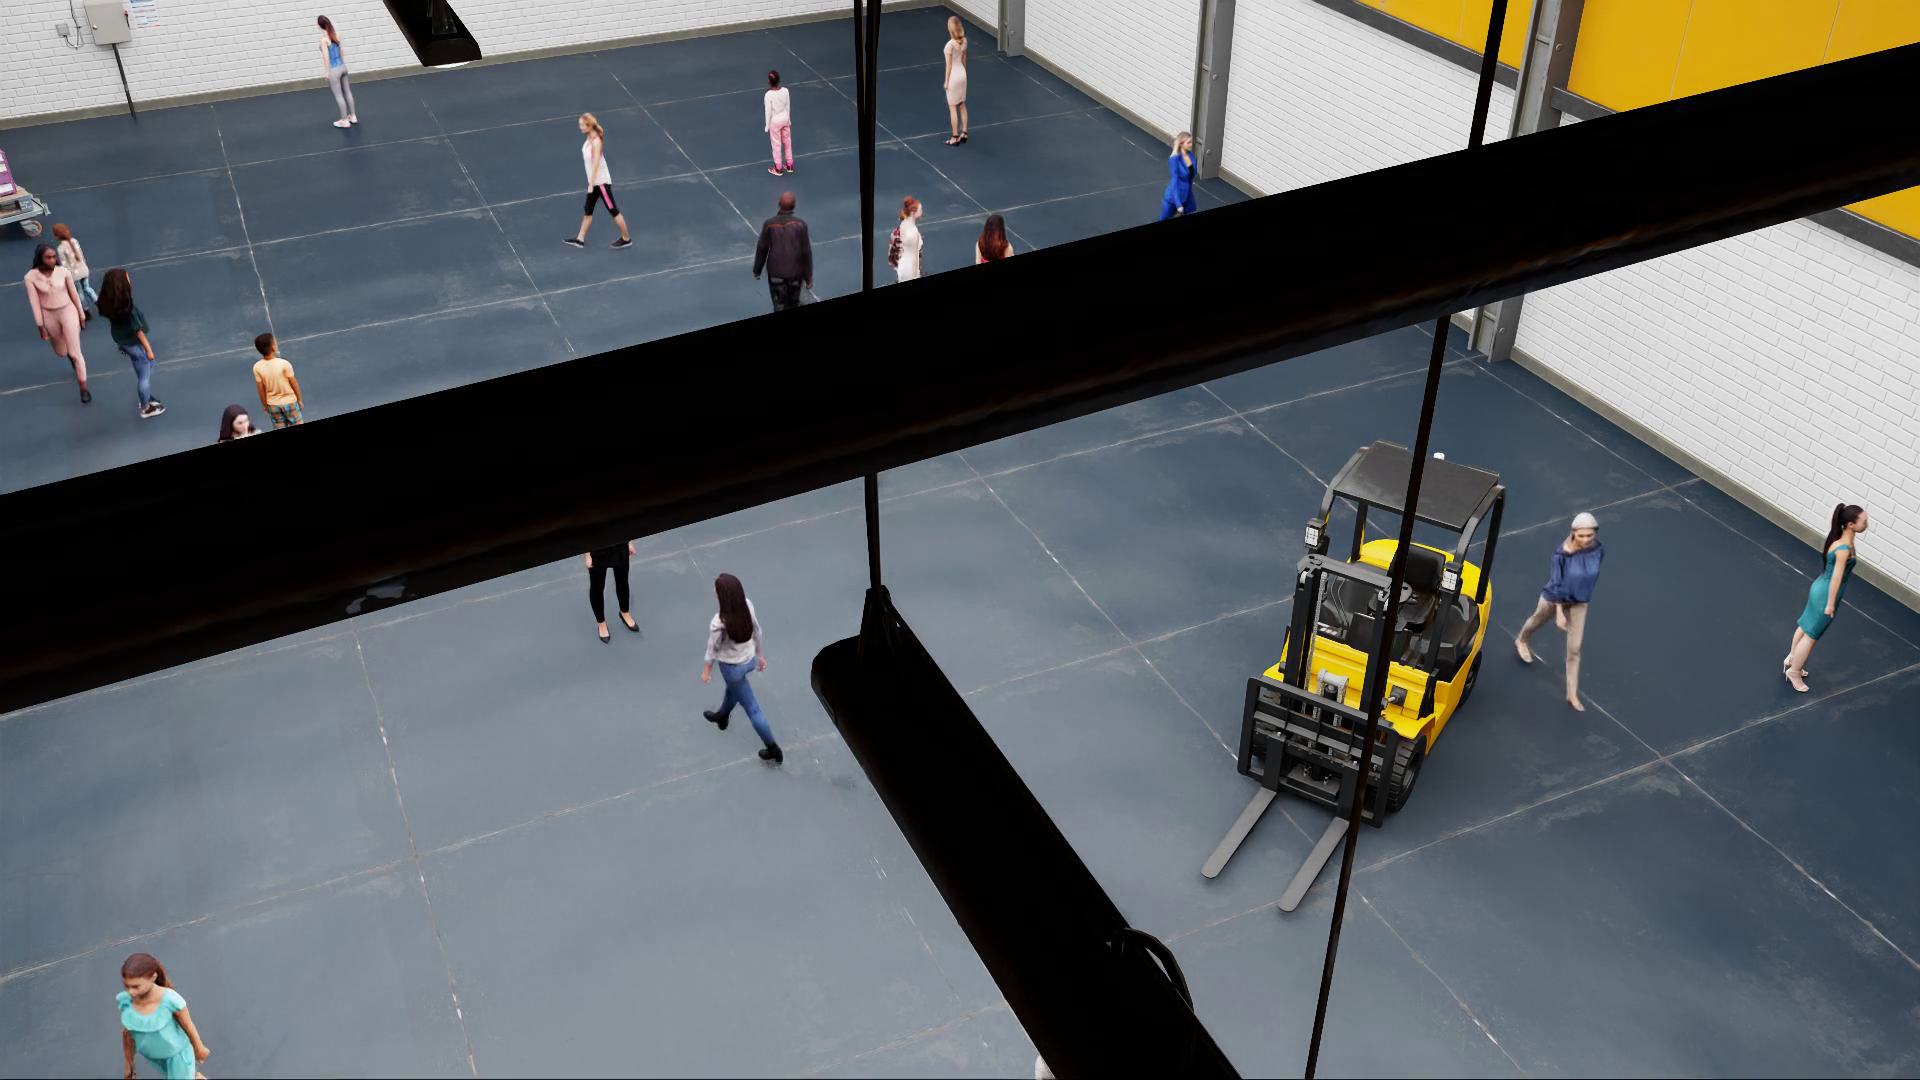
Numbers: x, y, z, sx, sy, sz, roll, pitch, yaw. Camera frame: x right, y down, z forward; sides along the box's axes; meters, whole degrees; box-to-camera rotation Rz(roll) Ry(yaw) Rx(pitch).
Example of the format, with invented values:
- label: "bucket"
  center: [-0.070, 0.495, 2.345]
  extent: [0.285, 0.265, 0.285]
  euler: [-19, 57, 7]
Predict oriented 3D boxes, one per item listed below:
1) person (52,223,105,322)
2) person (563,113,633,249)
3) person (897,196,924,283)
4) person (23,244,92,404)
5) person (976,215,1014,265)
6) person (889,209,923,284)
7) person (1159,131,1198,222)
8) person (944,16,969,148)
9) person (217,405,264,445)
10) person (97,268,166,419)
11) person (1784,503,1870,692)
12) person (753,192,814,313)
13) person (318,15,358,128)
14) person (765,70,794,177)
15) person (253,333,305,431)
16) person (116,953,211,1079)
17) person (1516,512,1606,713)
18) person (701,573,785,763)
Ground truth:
- label: "person"
  center: [-10.034, -3.047, 18.955]
  extent: [0.747, 1.185, 0.685]
  euler: [12, 35, 17]
- label: "person"
  center: [-4.324, -4.394, 20.471]
  extent: [0.722, 1.750, 1.011]
  euler: [-12, 35, -17]
- label: "person"
  center: [-0.649, -2.894, 18.195]
  extent: [0.685, 1.772, 0.818]
  euler: [-8, 34, -12]
- label: "person"
  center: [-9.400, -2.302, 17.377]
  extent: [0.644, 1.690, 1.041]
  euler: [-16, 37, -22]
- label: "person"
  center: [0.383, -2.753, 18.085]
  extent: [0.657, 1.659, 0.726]
  euler: [13, 36, 18]
- label: "person"
  center: [-0.616, -3.144, 19.005]
  extent: [0.681, 1.291, 0.941]
  euler: [-6, 34, -9]
- label: "person"
  center: [2.557, -4.125, 20.152]
  extent: [0.867, 1.655, 1.214]
  euler: [-27, 42, -35]
- label: "person"
  center: [-0.049, -6.502, 23.571]
  extent: [0.625, 1.829, 0.643]
  euler: [28, 43, 35]
- label: "person"
  center: [-6.218, -0.444, 14.559]
  extent: [0.975, 1.716, 0.805]
  euler: [26, 42, 33]
- label: "person"
  center: [-8.506, -1.968, 16.953]
  extent: [0.702, 1.605, 0.782]
  euler: [22, 40, 30]
- label: "person"
  center: [6.902, 0.445, 13.249]
  extent: [0.661, 1.686, 0.616]
  euler: [14, 36, 19]
- label: "person"
  center: [-1.892, -2.865, 18.143]
  extent: [1.112, 1.780, 1.321]
  euler: [-3, 34, -5]
- label: "person"
  center: [-9.117, -6.862, 24.311]
  extent: [0.712, 1.609, 0.658]
  euler: [13, 36, 19]
- label: "person"
  center: [-2.473, -5.727, 22.745]
  extent: [0.584, 1.453, 0.550]
  euler: [-22, 39, -29]
- label: "person"
  center: [-6.563, -1.321, 16.109]
  extent: [0.571, 1.461, 0.548]
  euler: [-7, 34, -10]
- label: "person"
  center: [-4.555, 2.920, 9.668]
  extent: [0.897, 1.528, 1.011]
  euler: [8, 34, 12]
- label: "person"
  center: [4.757, 0.457, 13.269]
  extent: [0.842, 1.644, 1.277]
  euler: [-7, 34, -10]
- label: "person"
  center: [-1.600, 0.999, 12.508]
  extent: [1.161, 1.583, 0.985]
  euler: [19, 38, 26]
